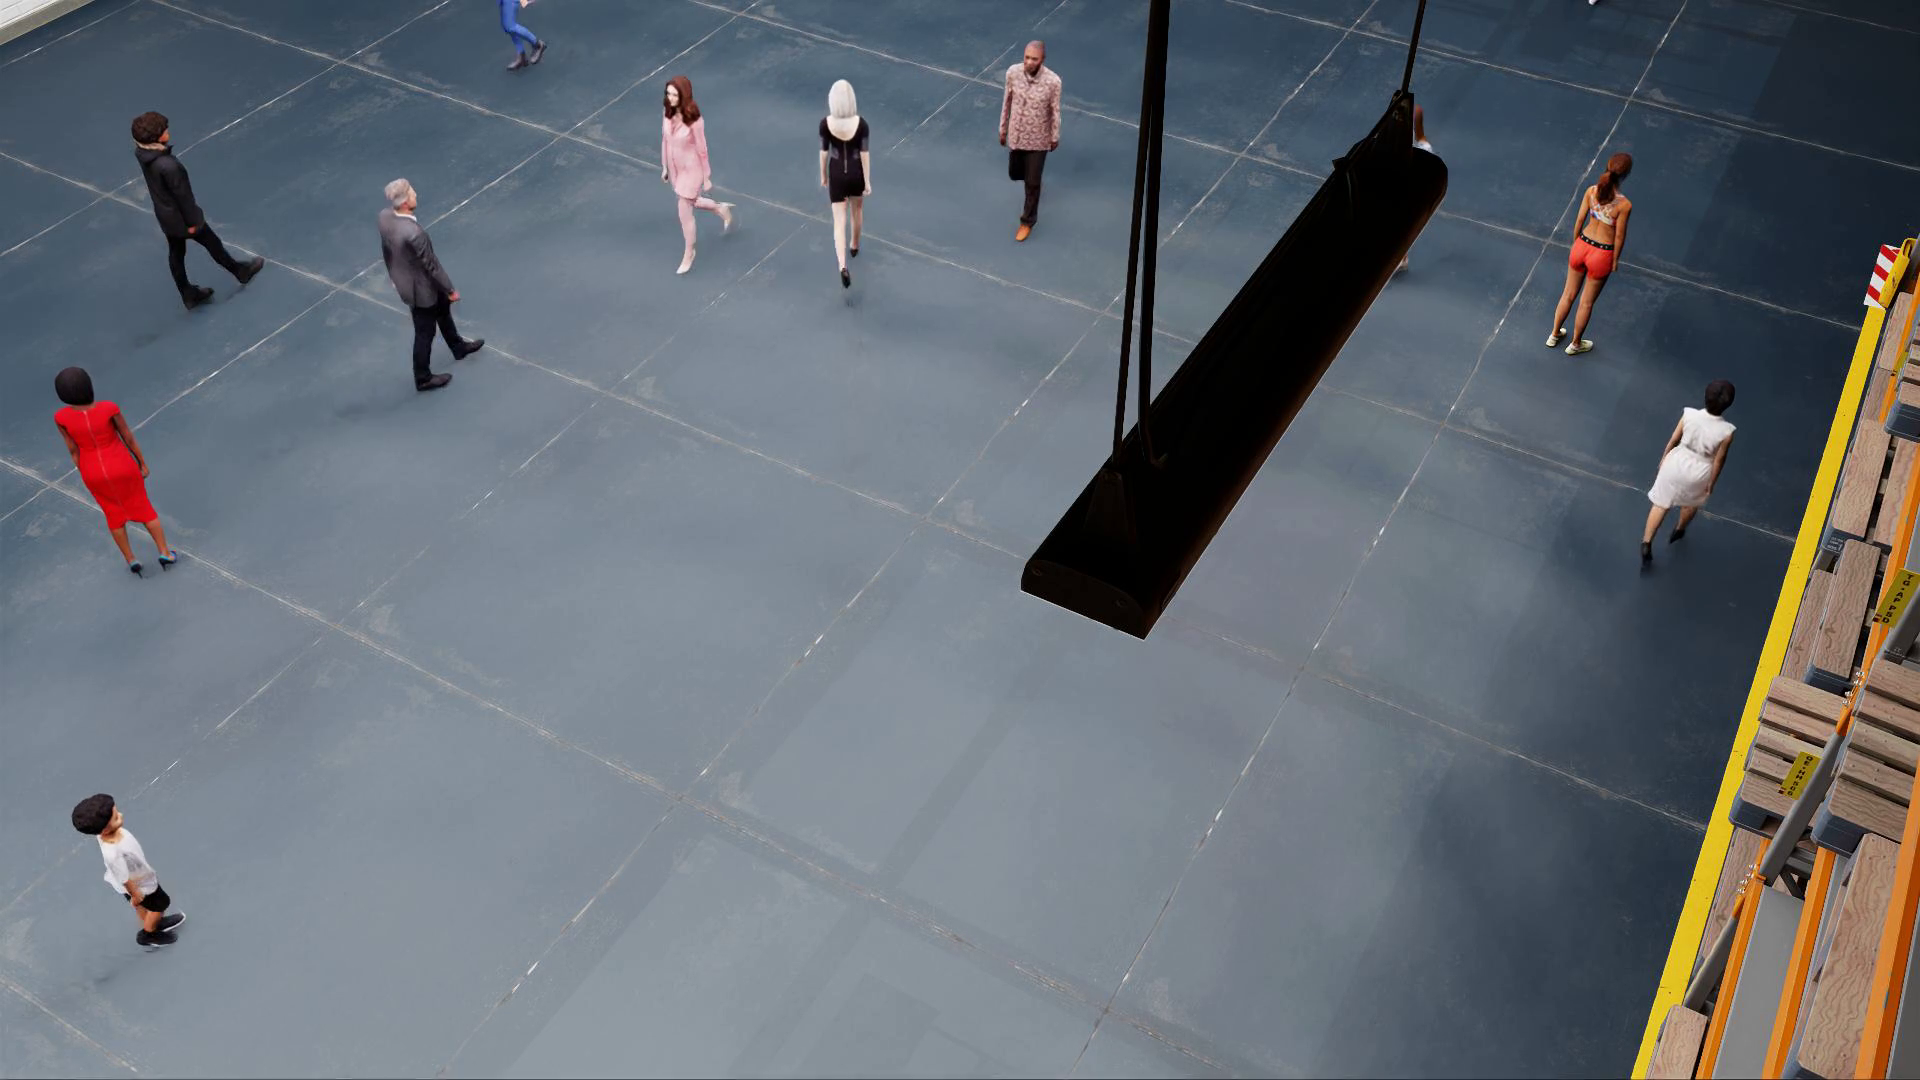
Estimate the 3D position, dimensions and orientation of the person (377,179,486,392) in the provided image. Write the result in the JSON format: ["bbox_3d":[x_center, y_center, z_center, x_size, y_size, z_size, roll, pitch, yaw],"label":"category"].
[{"bbox_3d":[-4.282,-1.948,12.952,1.065,1.817,0.899,-29,51,-27],"label":"person"}]

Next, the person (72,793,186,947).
[{"bbox_3d":[-4.724,1.893,9.333,0.588,1.249,0.560,-28,50,-26],"label":"person"}]

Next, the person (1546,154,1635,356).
[{"bbox_3d":[5.065,-2.279,13.319,0.657,1.790,0.651,-31,52,-28],"label":"person"}]

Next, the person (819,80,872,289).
[{"bbox_3d":[-0.957,-2.978,14.045,0.960,1.801,1.195,-1,44,-1],"label":"person"}]

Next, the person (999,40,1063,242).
[{"bbox_3d":[0.636,-3.612,14.722,0.731,1.784,1.048,17,46,17],"label":"person"}]

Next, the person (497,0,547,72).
[{"bbox_3d":[-4.492,-5.551,16.841,0.768,1.670,0.726,-31,52,-29],"label":"person"}]

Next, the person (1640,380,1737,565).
[{"bbox_3d":[5.047,-0.444,11.578,0.617,1.536,0.884,27,50,26],"label":"person"}]

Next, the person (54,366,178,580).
[{"bbox_3d":[-5.827,-0.448,11.434,0.647,1.739,0.720,-15,46,-15],"label":"person"}]

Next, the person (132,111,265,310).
[{"bbox_3d":[-6.540,-2.671,13.759,0.641,1.751,0.968,23,48,23],"label":"person"}]

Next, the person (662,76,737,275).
[{"bbox_3d":[-2.286,-3.192,14.288,0.736,1.775,1.094,29,51,27],"label":"person"}]
